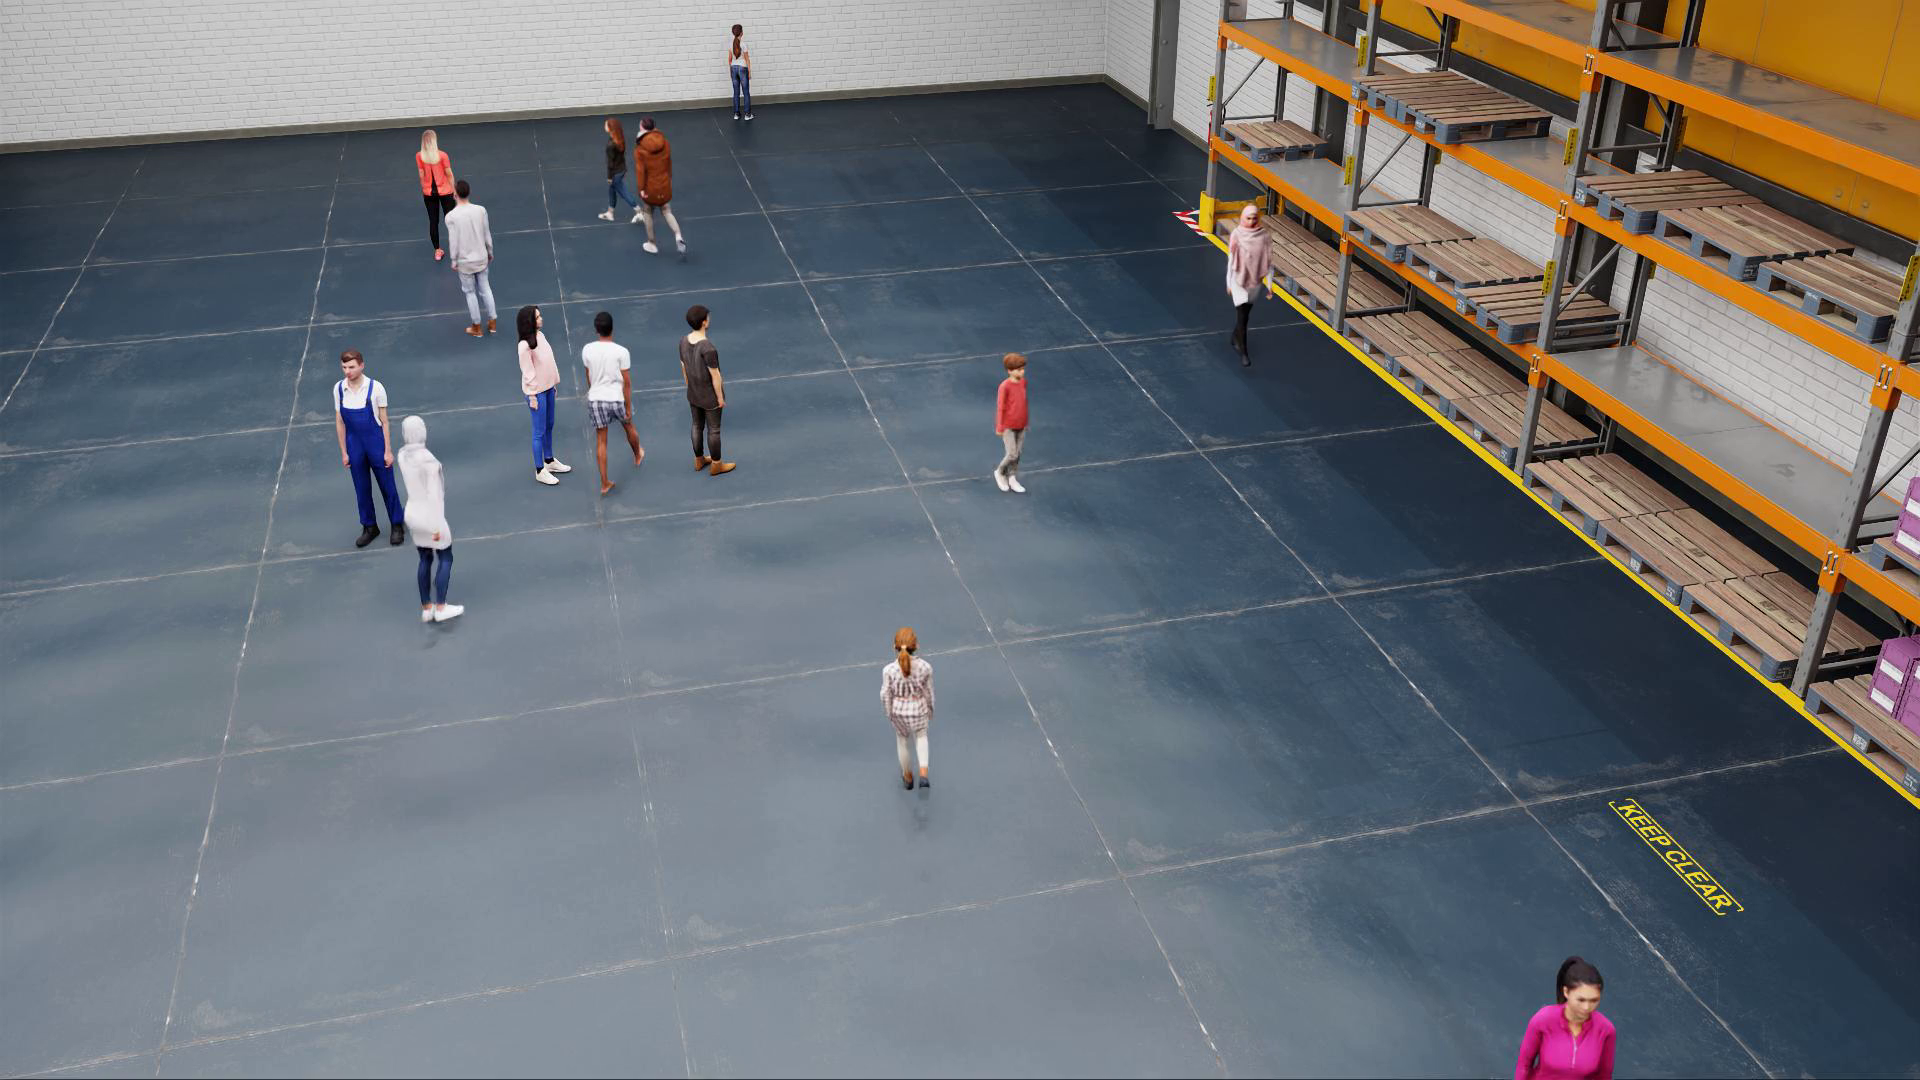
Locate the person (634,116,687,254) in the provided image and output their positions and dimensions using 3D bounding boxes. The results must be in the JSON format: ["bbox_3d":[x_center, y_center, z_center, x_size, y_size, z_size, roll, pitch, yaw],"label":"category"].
[{"bbox_3d":[-3.924,-4.586,21.691,0.935,1.818,1.119,-21,35,-33],"label":"person"}]

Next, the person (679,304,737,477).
[{"bbox_3d":[-2.473,-1.453,16.051,0.688,1.719,0.771,20,34,32],"label":"person"}]

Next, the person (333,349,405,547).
[{"bbox_3d":[-5.265,-0.841,14.793,0.673,1.851,0.635,-1,29,-2],"label":"person"}]

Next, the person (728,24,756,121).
[{"bbox_3d":[-3.712,-7.906,28.046,0.624,1.562,0.660,9,30,15],"label":"person"}]

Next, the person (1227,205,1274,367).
[{"bbox_3d":[3.196,-2.869,18.613,0.766,1.752,1.201,-3,29,-5],"label":"person"}]

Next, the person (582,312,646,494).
[{"bbox_3d":[-3.345,-1.256,15.729,0.837,1.682,1.144,2,29,3],"label":"person"}]

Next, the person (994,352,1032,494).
[{"bbox_3d":[0.450,-1.122,15.766,0.625,1.412,0.671,-25,37,-38],"label":"person"}]

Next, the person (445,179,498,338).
[{"bbox_3d":[-5.653,-3.269,19.256,0.759,1.839,0.722,-23,36,-36],"label":"person"}]

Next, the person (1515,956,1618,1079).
[{"bbox_3d":[2.993,2.751,8.377,0.662,1.689,0.693,2,29,4],"label":"person"}]

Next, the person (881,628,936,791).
[{"bbox_3d":[-0.352,1.224,11.577,0.564,1.303,0.661,-3,29,-5],"label":"person"}]

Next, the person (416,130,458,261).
[{"bbox_3d":[-6.793,-4.498,21.660,0.650,1.694,0.619,1,29,2],"label":"person"}]

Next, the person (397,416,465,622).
[{"bbox_3d":[-4.398,-0.125,13.589,0.771,1.745,0.833,25,37,38],"label":"person"}]

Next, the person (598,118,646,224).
[{"bbox_3d":[-4.672,-5.078,22.974,0.862,1.454,0.975,3,29,6],"label":"person"}]

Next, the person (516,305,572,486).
[{"bbox_3d":[-4.027,-1.411,15.922,0.789,1.769,0.658,7,29,12],"label":"person"}]
